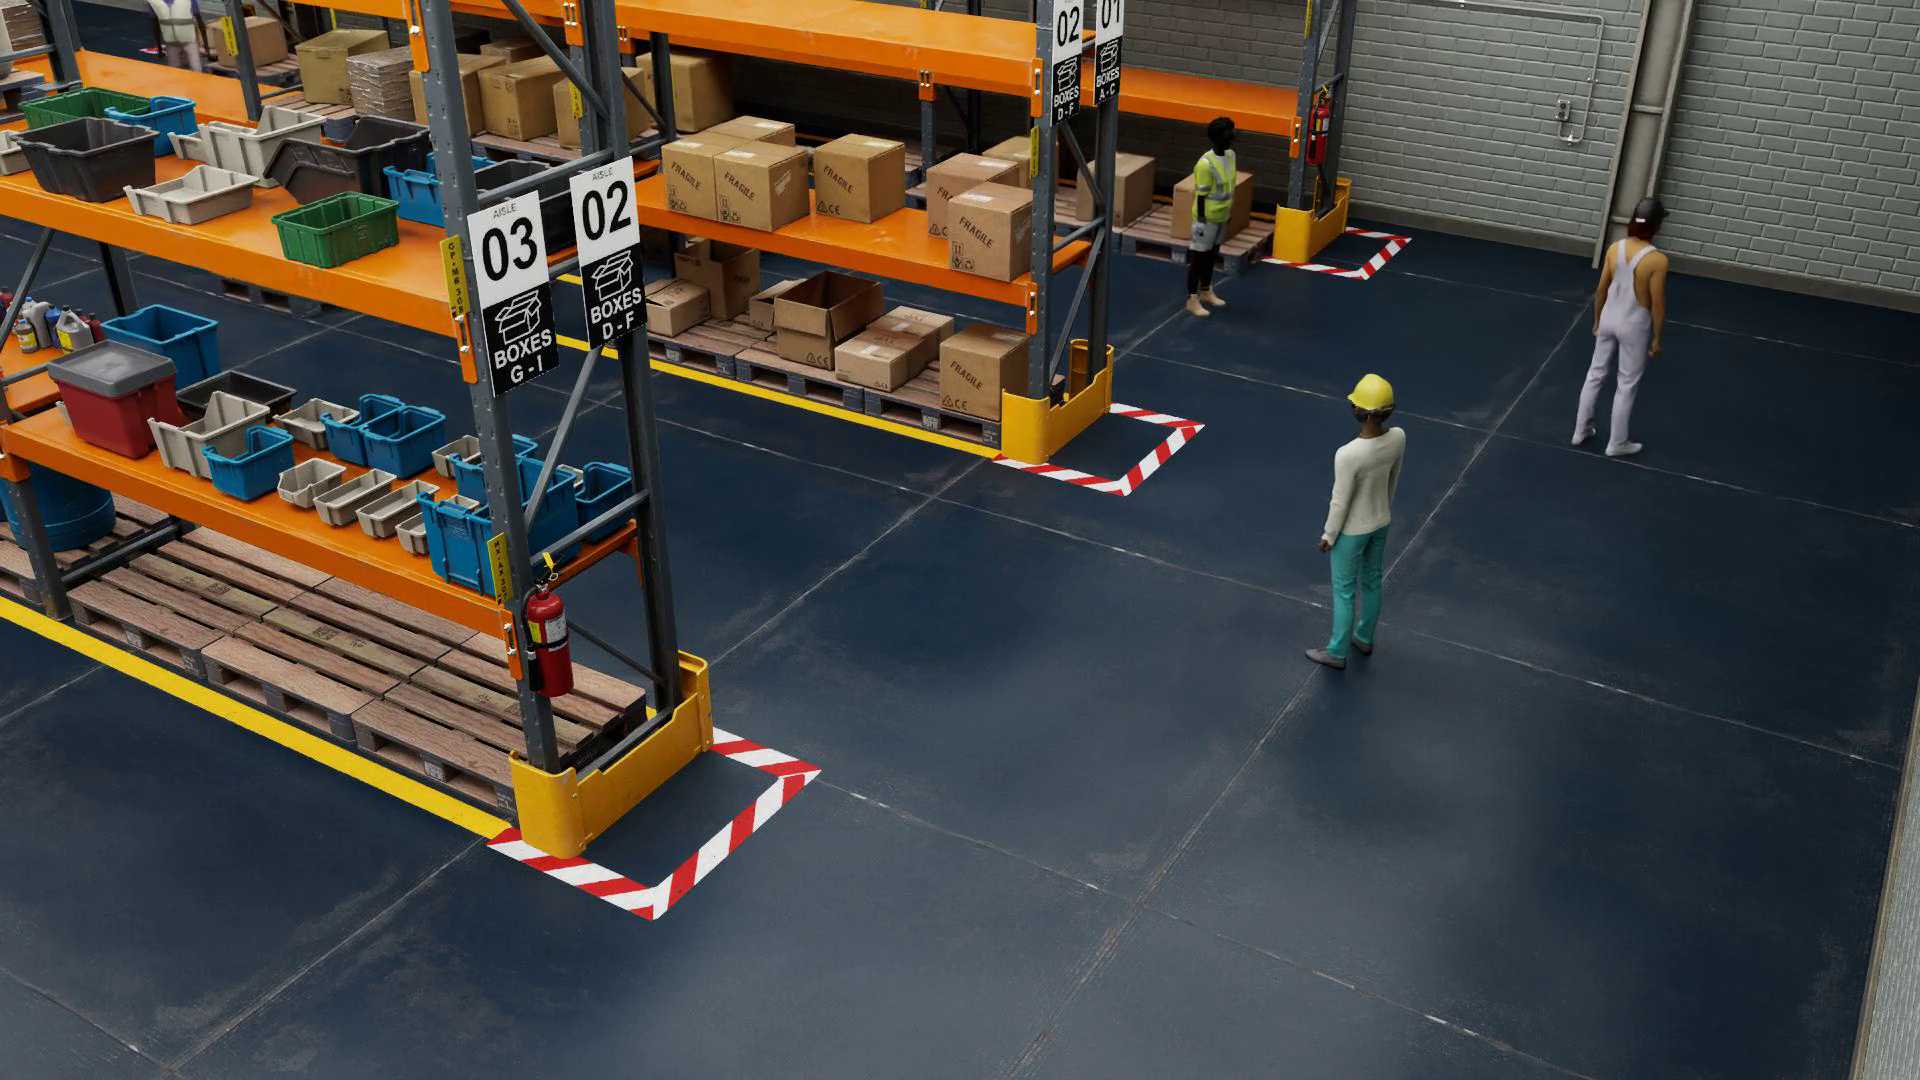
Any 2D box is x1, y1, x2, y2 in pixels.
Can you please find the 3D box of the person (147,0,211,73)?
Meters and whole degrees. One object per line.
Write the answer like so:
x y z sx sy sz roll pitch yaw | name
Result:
-9.112 -5.857 19.561 0.655 1.812 0.745 -5 29 -8 | person

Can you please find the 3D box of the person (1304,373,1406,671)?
2.211 -0.094 9.265 0.524 1.768 0.312 -21 35 -32 | person

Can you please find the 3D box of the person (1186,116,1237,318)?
2.144 -2.744 14.089 0.321 1.695 0.536 20 35 32 | person

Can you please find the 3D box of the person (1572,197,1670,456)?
4.709 -1.498 11.689 0.385 1.862 0.536 -20 35 -32 | person
